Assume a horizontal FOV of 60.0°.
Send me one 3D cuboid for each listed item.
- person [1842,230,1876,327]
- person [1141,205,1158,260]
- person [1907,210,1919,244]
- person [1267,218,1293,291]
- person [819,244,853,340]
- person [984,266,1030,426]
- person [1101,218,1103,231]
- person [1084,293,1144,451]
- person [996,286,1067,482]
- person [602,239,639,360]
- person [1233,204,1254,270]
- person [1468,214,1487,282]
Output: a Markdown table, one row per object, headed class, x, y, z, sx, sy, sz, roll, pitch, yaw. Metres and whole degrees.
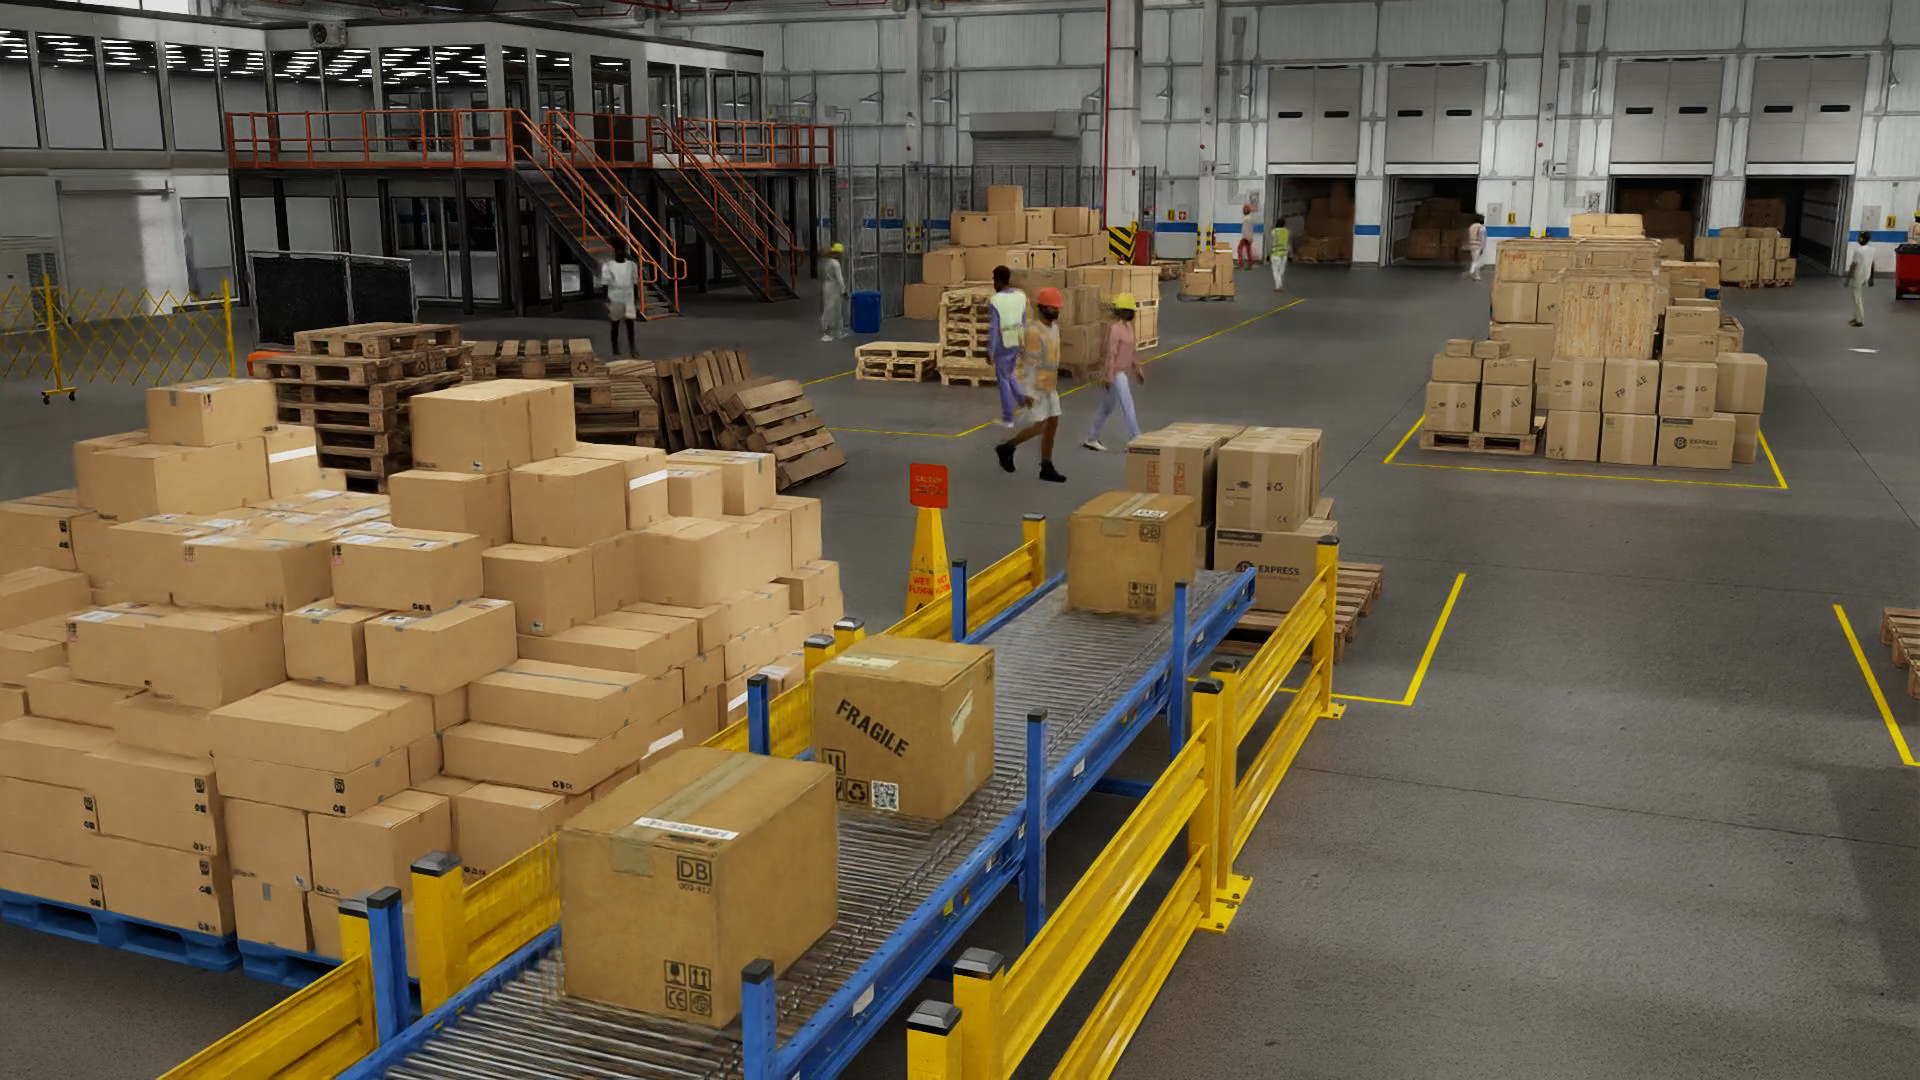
| class | x | y | z | sx | sy | sz | roll | pitch | yaw |
| --- | --- | --- | --- | --- | --- | --- | --- | --- | --- |
| person | 17.364 | -5.056 | 32.216 | 0.513 | 1.850 | 0.645 | -5 | 14 | -23 |
| person | 5.906 | -9.530 | 52.147 | 0.551 | 1.917 | 0.876 | -8 | 15 | -32 |
| person | 25.830 | -7.947 | 44.985 | 0.365 | 1.926 | 0.594 | 1 | 13 | 6 |
| person | 7.982 | -7.077 | 41.357 | 0.646 | 1.815 | 0.599 | -4 | 13 | -16 |
| person | -2.205 | -4.418 | 29.663 | 0.763 | 1.700 | 0.531 | -4 | 13 | -17 |
| person | 0.549 | -2.276 | 19.617 | 0.437 | 1.898 | 0.601 | 11 | 17 | 40 |
| person | 4.640 | -9.588 | 52.425 | 1.003 | 1.899 | 0.624 | 9 | 15 | 34 |
| person | 1.723 | -1.770 | 17.752 | 0.909 | 1.719 | 0.540 | 5 | 14 | 23 |
| person | 0.733 | -1.509 | 16.156 | 0.637 | 1.919 | 0.547 | 8 | 15 | 31 |
| person | -5.456 | -3.864 | 26.719 | 0.624 | 1.915 | 1.021 | -6 | 14 | -27 |
| person | 8.560 | -9.119 | 50.139 | 0.754 | 1.965 | 0.639 | 9 | 15 | 35 |
| person | 13.979 | -7.881 | 44.919 | 0.476 | 1.827 | 0.629 | -5 | 13 | -20 |
